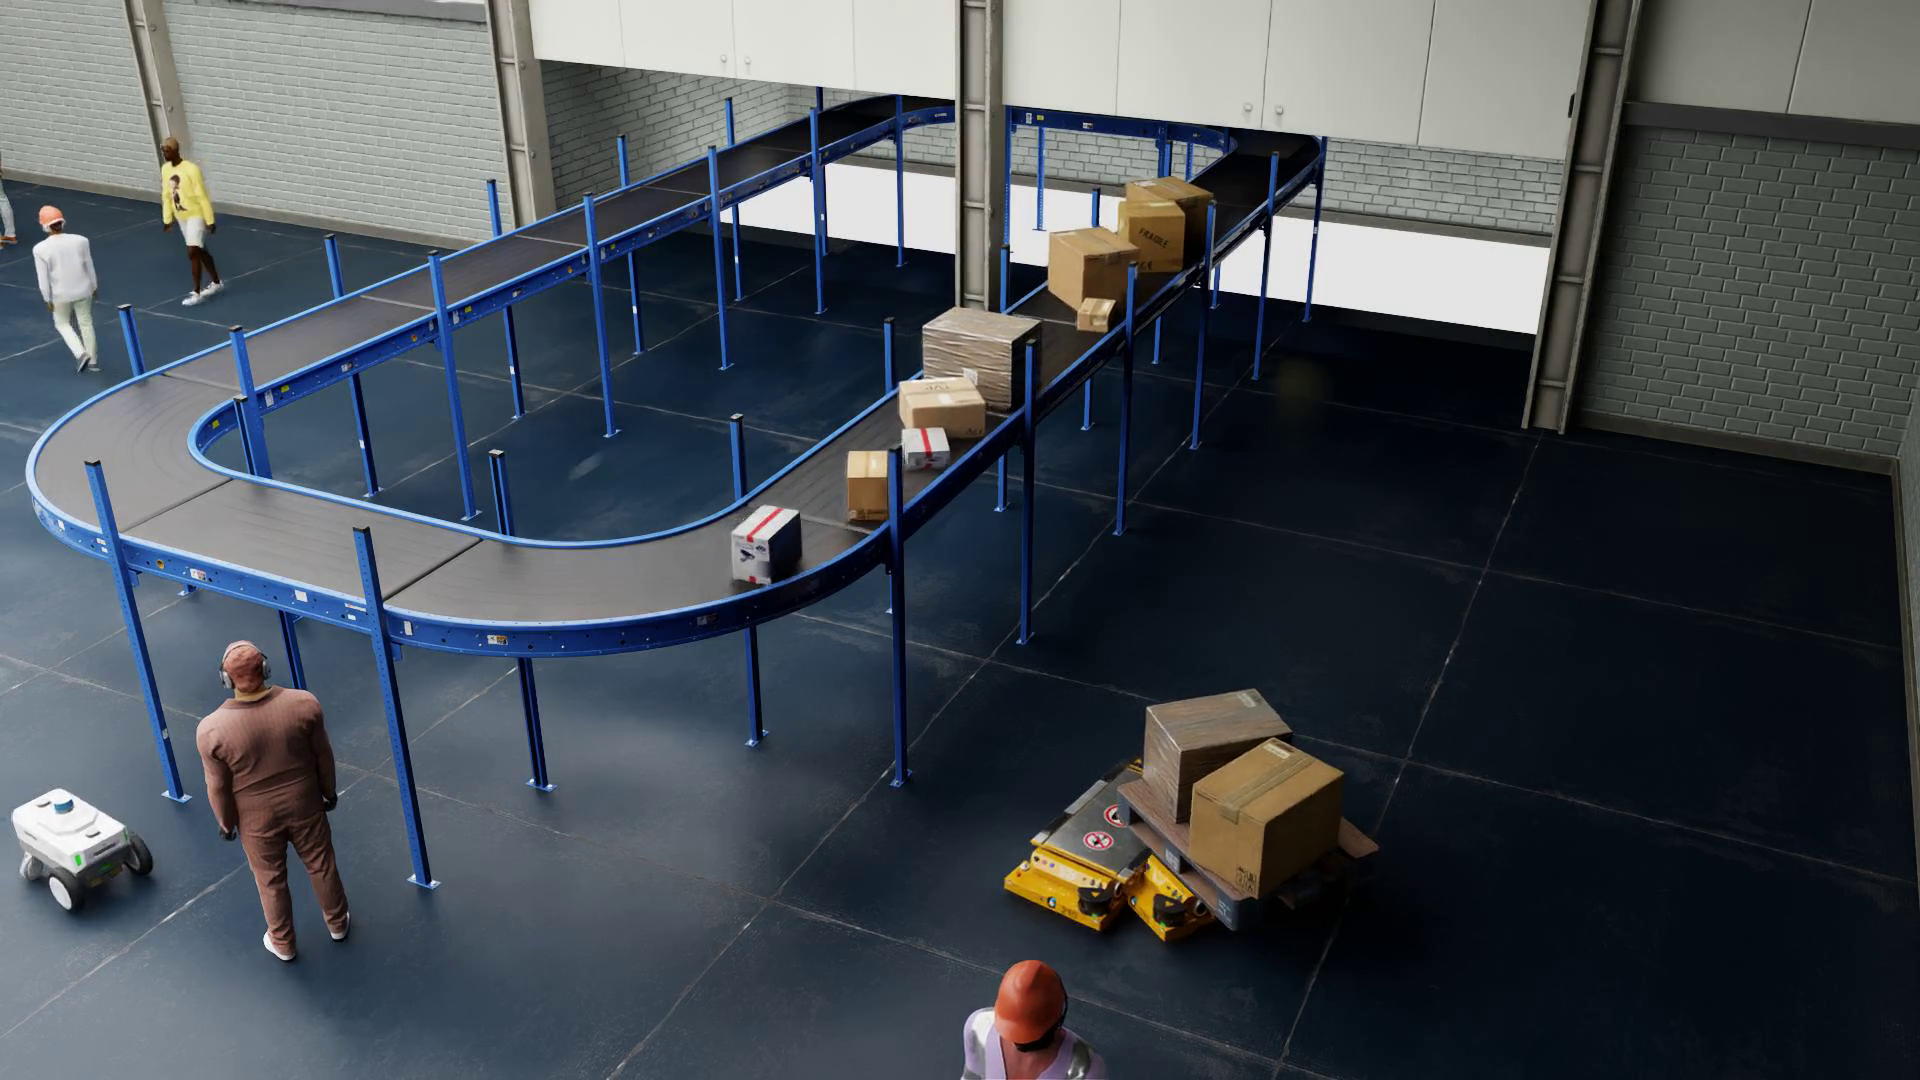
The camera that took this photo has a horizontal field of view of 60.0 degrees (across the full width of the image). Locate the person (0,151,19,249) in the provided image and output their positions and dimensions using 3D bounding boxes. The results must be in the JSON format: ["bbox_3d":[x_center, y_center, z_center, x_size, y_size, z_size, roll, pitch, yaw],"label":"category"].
[{"bbox_3d":[-12.314,-4.637,20.943,0.372,1.940,0.630,7,27,14],"label":"person"}]

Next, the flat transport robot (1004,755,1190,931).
[{"bbox_3d":[0.936,1.772,9.906,0.659,0.231,1.431,18,32,32],"label":"flat transport robot"}]

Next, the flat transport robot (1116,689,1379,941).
[{"bbox_3d":[1.618,1.883,9.682,1.431,0.231,0.659,-13,29,-24],"label":"flat transport robot"}]

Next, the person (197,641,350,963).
[{"bbox_3d":[-3.635,1.388,8.847,0.637,1.902,0.412,-17,31,-30],"label":"person"}]

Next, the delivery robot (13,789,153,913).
[{"bbox_3d":[-5.112,1.767,9.616,0.786,0.614,0.524,17,31,31],"label":"delivery robot"}]

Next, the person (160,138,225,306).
[{"bbox_3d":[-8.882,-3.637,19.004,0.568,1.862,0.874,11,28,21],"label":"person"}]

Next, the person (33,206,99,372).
[{"bbox_3d":[-9.056,-2.538,16.933,0.427,1.737,0.571,21,33,36],"label":"person"}]

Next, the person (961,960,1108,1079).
[{"bbox_3d":[0.261,2.463,6.538,0.606,2.035,0.397,14,30,27],"label":"person"}]
